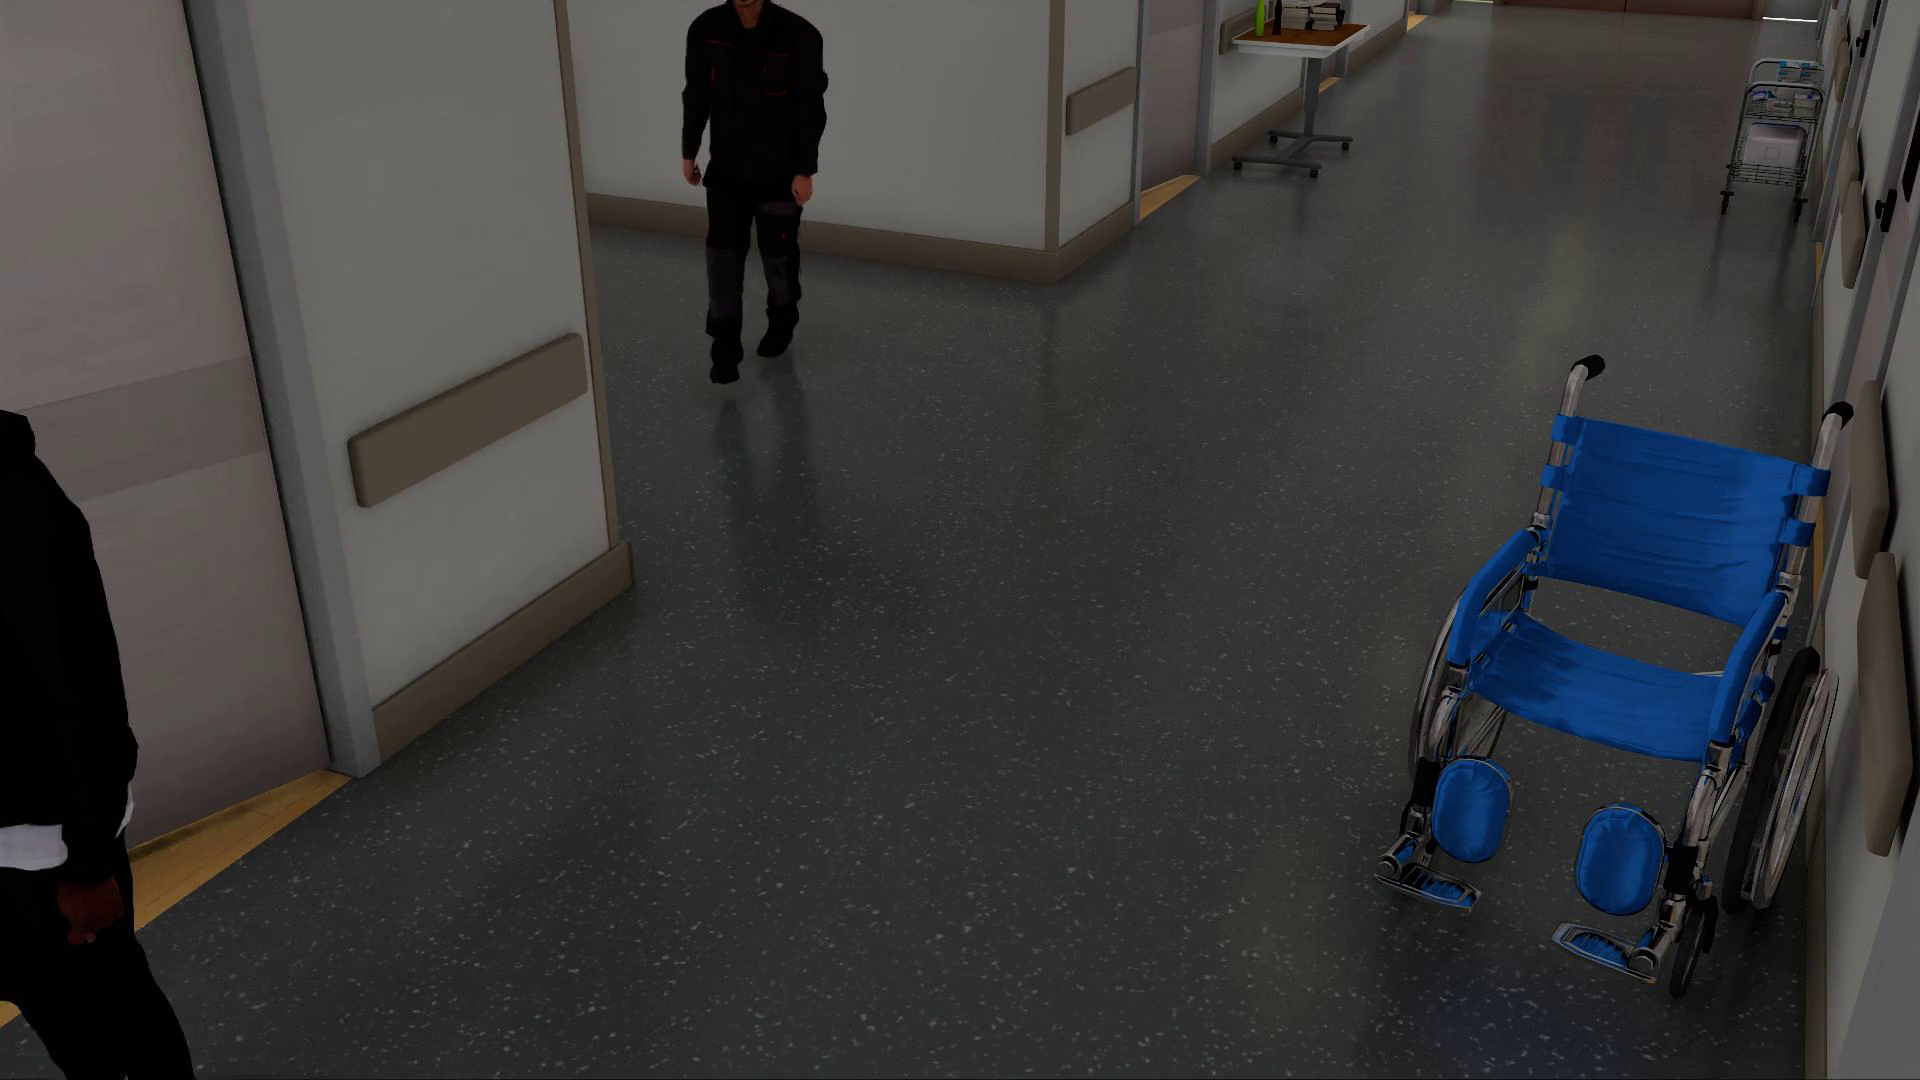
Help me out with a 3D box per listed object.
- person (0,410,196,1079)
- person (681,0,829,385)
[{"bbox_3d":[-1.534,0.412,2.741,0.659,1.828,0.606,11,28,22],"label":"person"},{"bbox_3d":[-0.820,-1.582,6.886,1.018,1.819,1.212,5,26,10],"label":"person"}]
